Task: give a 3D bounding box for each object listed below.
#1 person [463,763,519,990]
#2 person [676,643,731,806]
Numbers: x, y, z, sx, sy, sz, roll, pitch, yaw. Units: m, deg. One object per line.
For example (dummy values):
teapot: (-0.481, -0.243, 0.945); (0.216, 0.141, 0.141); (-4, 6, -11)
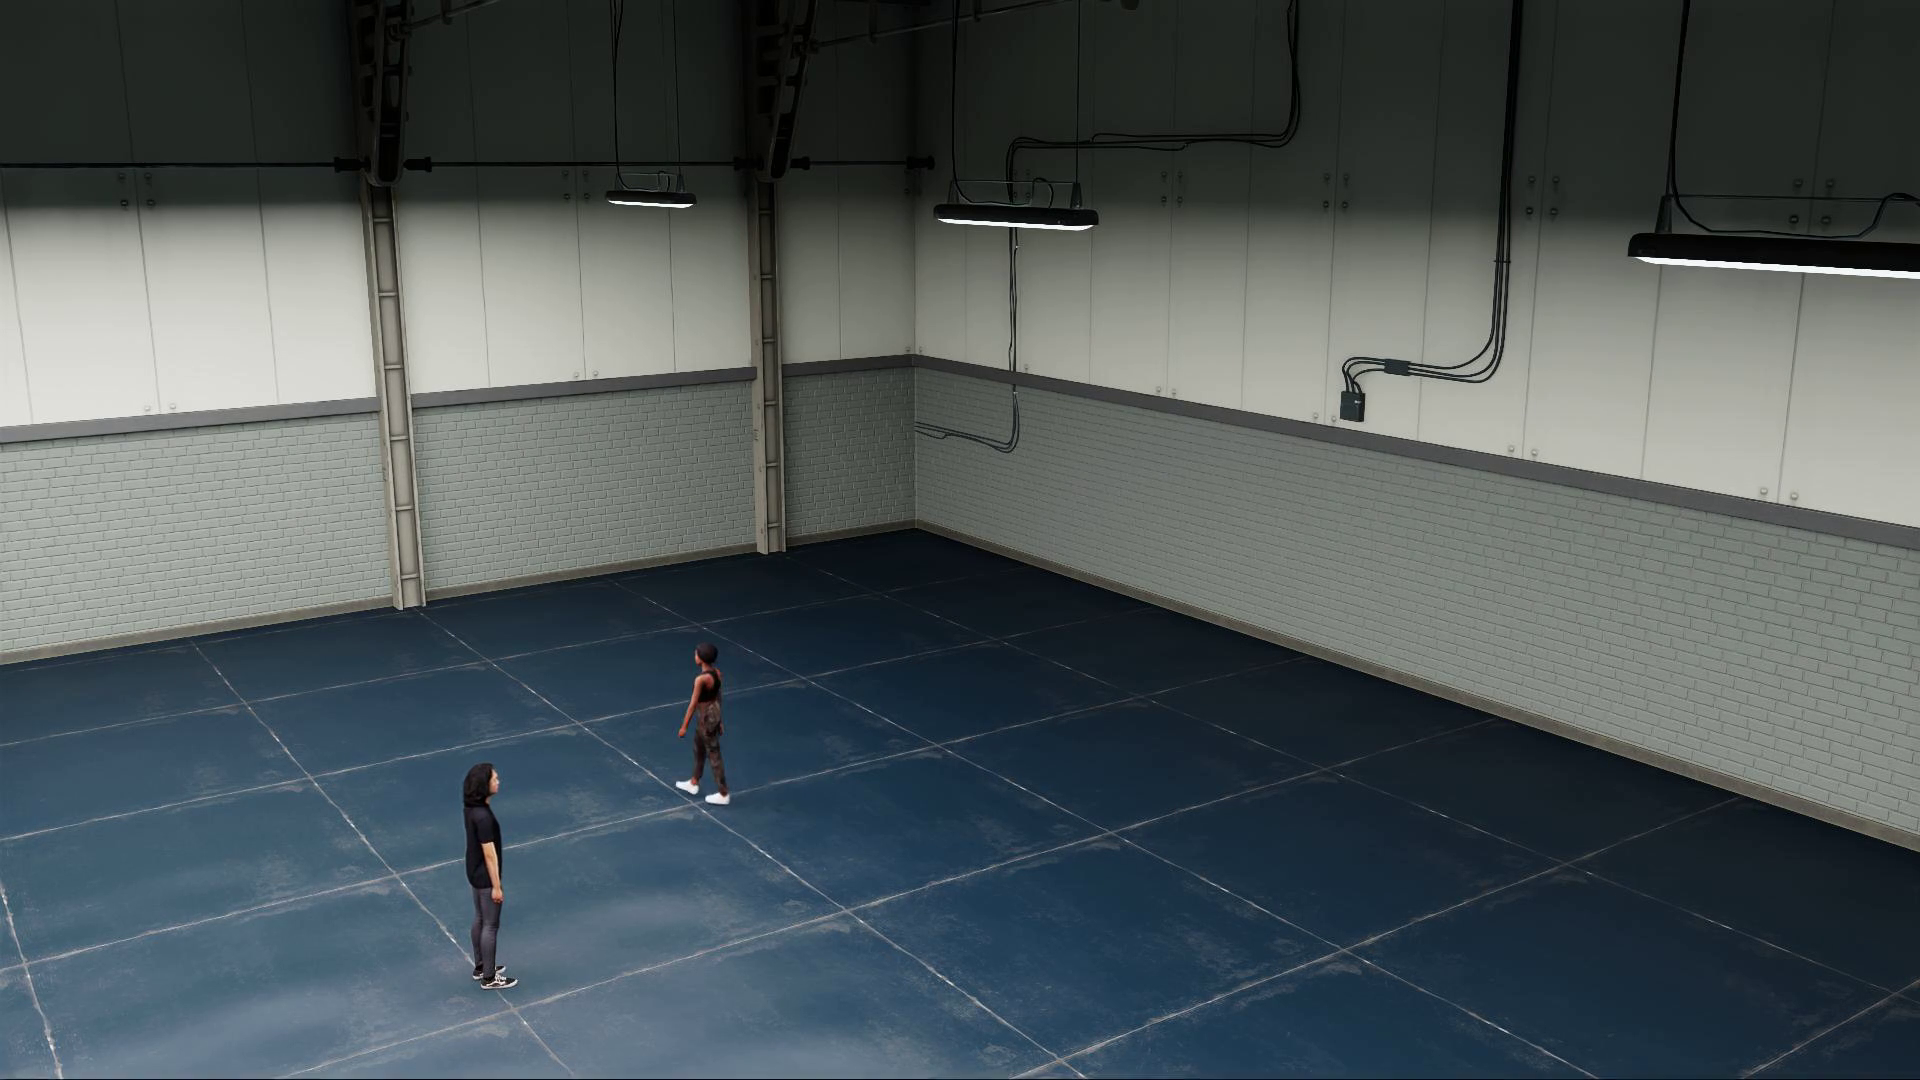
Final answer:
person: (-3.748, 2.620, 13.098); (0.512, 1.834, 0.646); (-8, 15, -31)
person: (-2.460, 1.866, 16.702); (0.946, 1.678, 0.935); (4, 14, 18)
